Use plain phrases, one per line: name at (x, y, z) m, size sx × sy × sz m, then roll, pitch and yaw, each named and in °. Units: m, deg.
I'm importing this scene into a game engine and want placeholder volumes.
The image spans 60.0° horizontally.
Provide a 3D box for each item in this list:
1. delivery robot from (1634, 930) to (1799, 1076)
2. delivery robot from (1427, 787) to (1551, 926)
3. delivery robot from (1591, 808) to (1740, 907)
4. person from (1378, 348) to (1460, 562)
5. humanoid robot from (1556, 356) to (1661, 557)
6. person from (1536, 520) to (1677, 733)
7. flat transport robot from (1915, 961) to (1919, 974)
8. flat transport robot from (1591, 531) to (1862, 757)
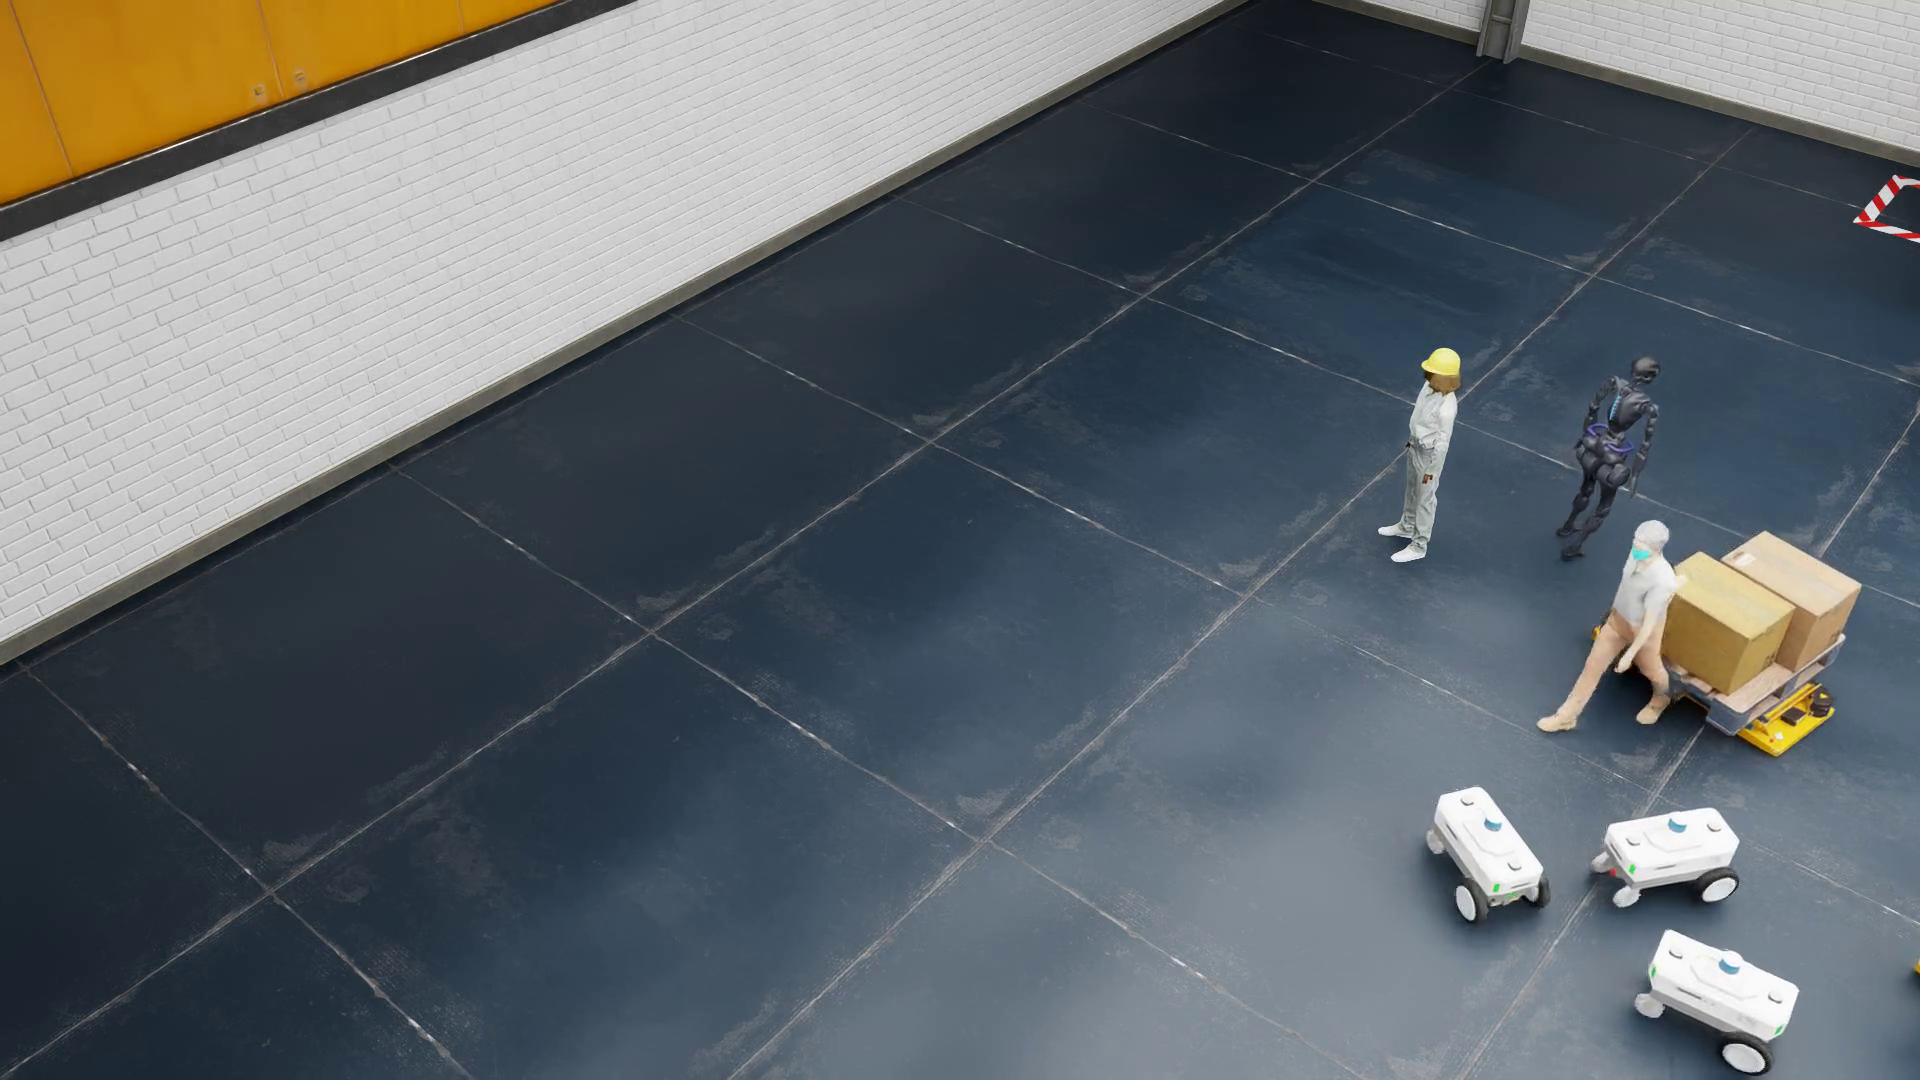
delivery robot at (4.119, 2.467, 9.010) m, size 0.814 × 0.611 × 0.499 m, roll 23°, pitch 44°, yaw 26°
delivery robot at (3.097, 1.849, 9.779) m, size 0.499 × 0.614 × 0.815 m, roll -11°, pitch 40°, yaw -13°
delivery robot at (4.164, 1.827, 9.777) m, size 0.769 × 0.577 × 0.499 m, roll -7°, pitch 39°, yaw -9°
person at (3.309, -0.619, 11.878) m, size 0.288 × 1.746 × 0.486 m, roll -3°, pitch 39°, yaw -4°
humanoid robot at (4.604, -0.600, 11.933) m, size 0.428 × 1.656 × 0.608 m, roll -19°, pitch 42°, yaw -22°
person at (4.284, 0.555, 10.473) m, size 0.940 × 1.691 × 0.483 m, roll -10°, pitch 40°, yaw -12°
flat transport robot at (6.053, 2.630, 9.021) m, size 0.659 × 0.231 × 1.431 m, roll -22°, pitch 44°, yaw -25°
flat transport robot at (5.071, 0.861, 11.217) m, size 0.659 × 0.231 × 1.431 m, roll -25°, pitch 45°, yaw -28°
